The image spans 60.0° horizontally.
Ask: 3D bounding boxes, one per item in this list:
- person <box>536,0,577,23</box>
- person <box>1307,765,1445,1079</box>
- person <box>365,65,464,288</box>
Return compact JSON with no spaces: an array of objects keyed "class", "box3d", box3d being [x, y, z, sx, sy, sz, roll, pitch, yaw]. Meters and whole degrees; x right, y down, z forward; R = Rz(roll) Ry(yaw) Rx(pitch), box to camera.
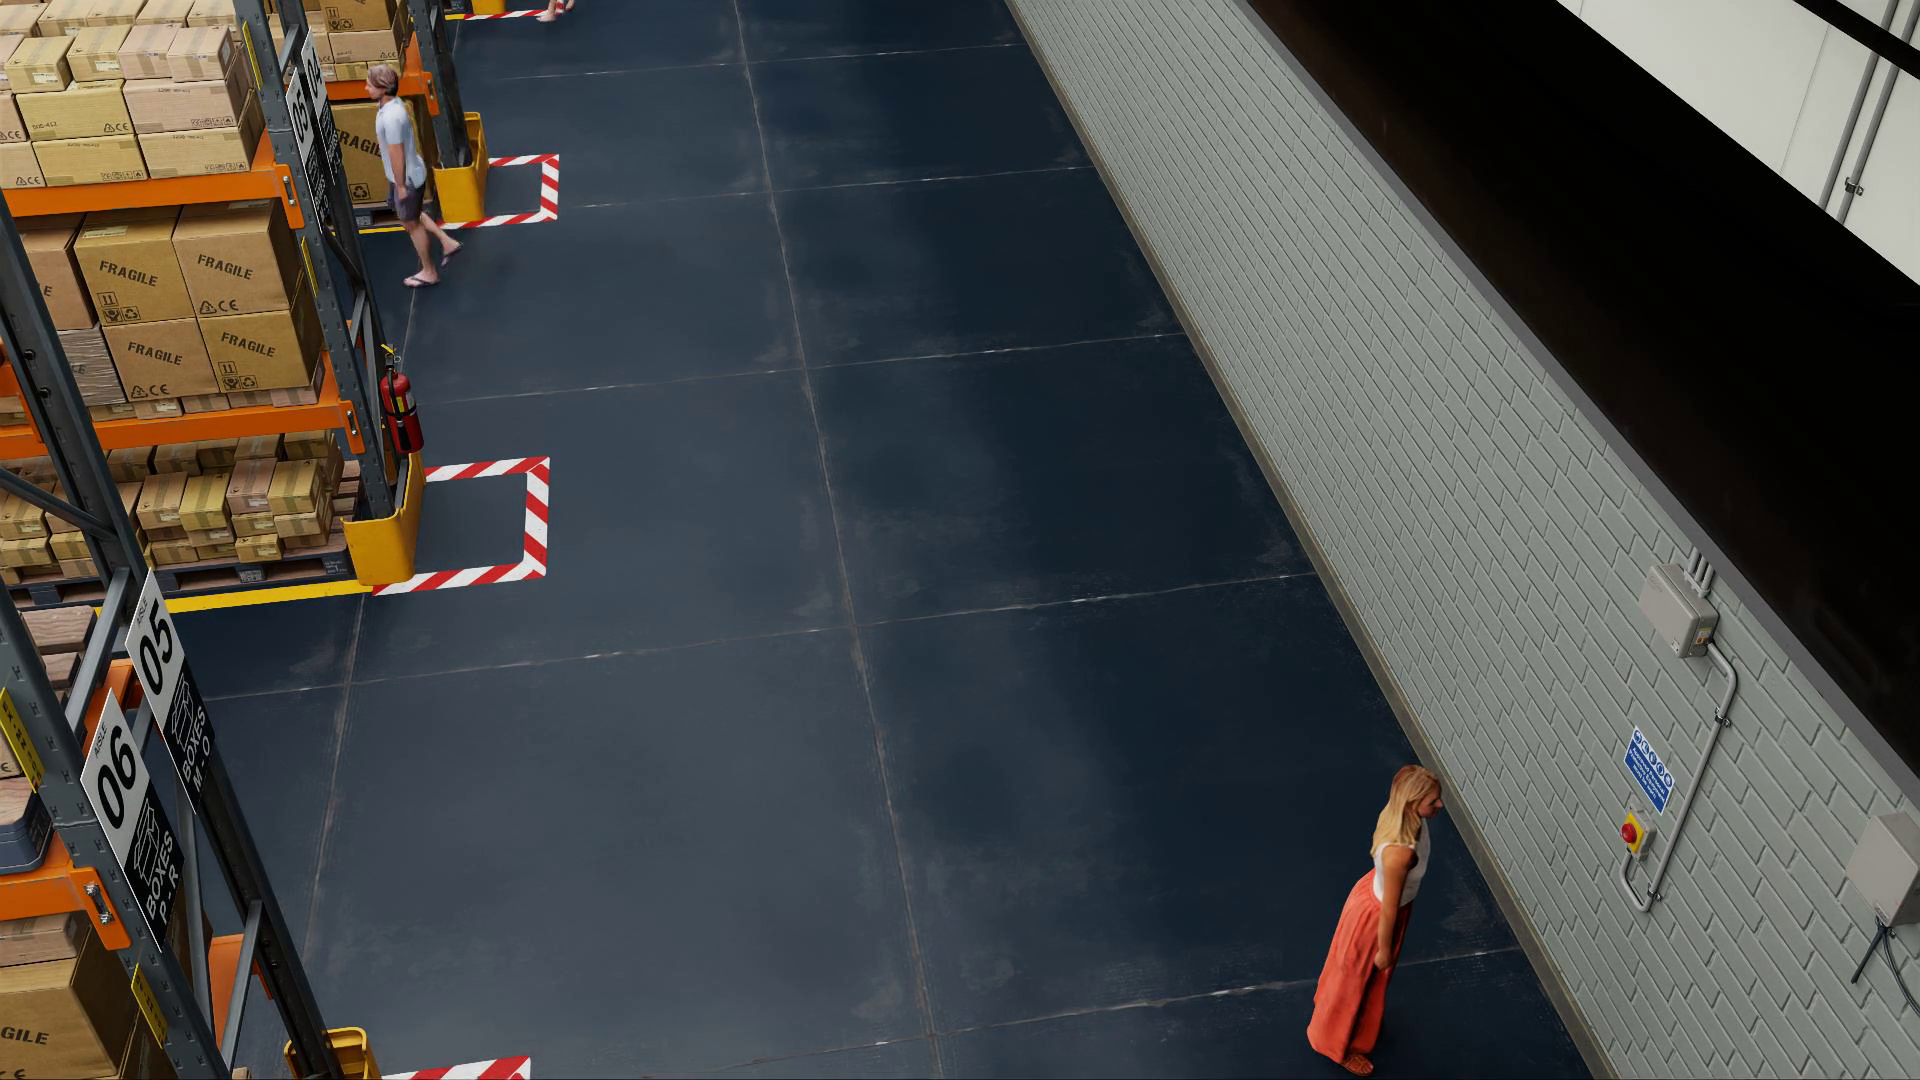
[{"class":"person","box3d":[-4.360,-6.421,17.774,1.043,1.612,1.050,15,40,18]},{"class":"person","box3d":[1.850,1.643,7.313,0.761,1.801,0.731,15,40,18]},{"class":"person","box3d":[-4.261,-2.861,13.055,0.774,1.819,0.709,-10,39,-13]}]
